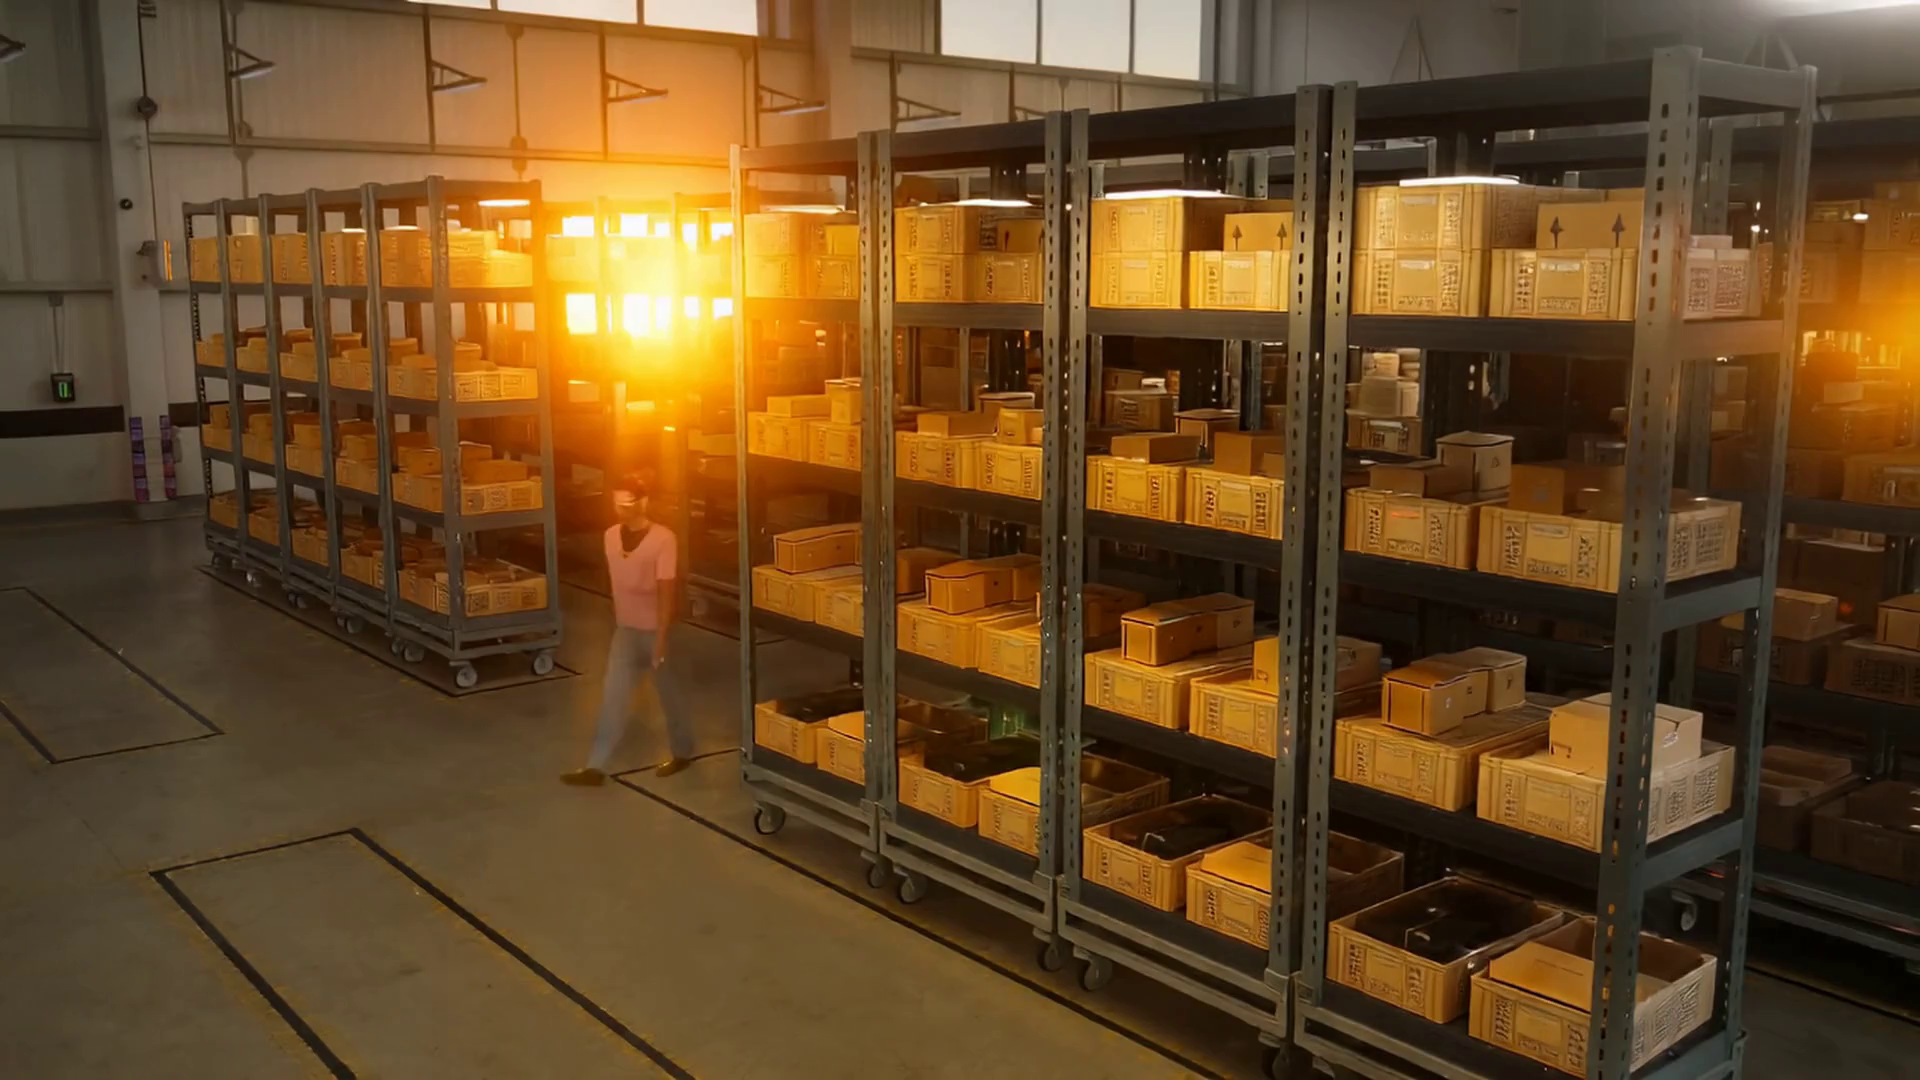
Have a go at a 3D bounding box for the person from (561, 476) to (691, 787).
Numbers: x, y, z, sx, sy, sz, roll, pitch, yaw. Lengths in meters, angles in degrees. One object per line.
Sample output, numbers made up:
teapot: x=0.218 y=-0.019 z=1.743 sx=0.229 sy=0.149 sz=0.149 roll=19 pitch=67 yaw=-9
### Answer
person: x=-1.886 y=0.538 z=9.567 sx=0.595 sy=1.797 sz=0.936 roll=6 pitch=11 yaw=34
